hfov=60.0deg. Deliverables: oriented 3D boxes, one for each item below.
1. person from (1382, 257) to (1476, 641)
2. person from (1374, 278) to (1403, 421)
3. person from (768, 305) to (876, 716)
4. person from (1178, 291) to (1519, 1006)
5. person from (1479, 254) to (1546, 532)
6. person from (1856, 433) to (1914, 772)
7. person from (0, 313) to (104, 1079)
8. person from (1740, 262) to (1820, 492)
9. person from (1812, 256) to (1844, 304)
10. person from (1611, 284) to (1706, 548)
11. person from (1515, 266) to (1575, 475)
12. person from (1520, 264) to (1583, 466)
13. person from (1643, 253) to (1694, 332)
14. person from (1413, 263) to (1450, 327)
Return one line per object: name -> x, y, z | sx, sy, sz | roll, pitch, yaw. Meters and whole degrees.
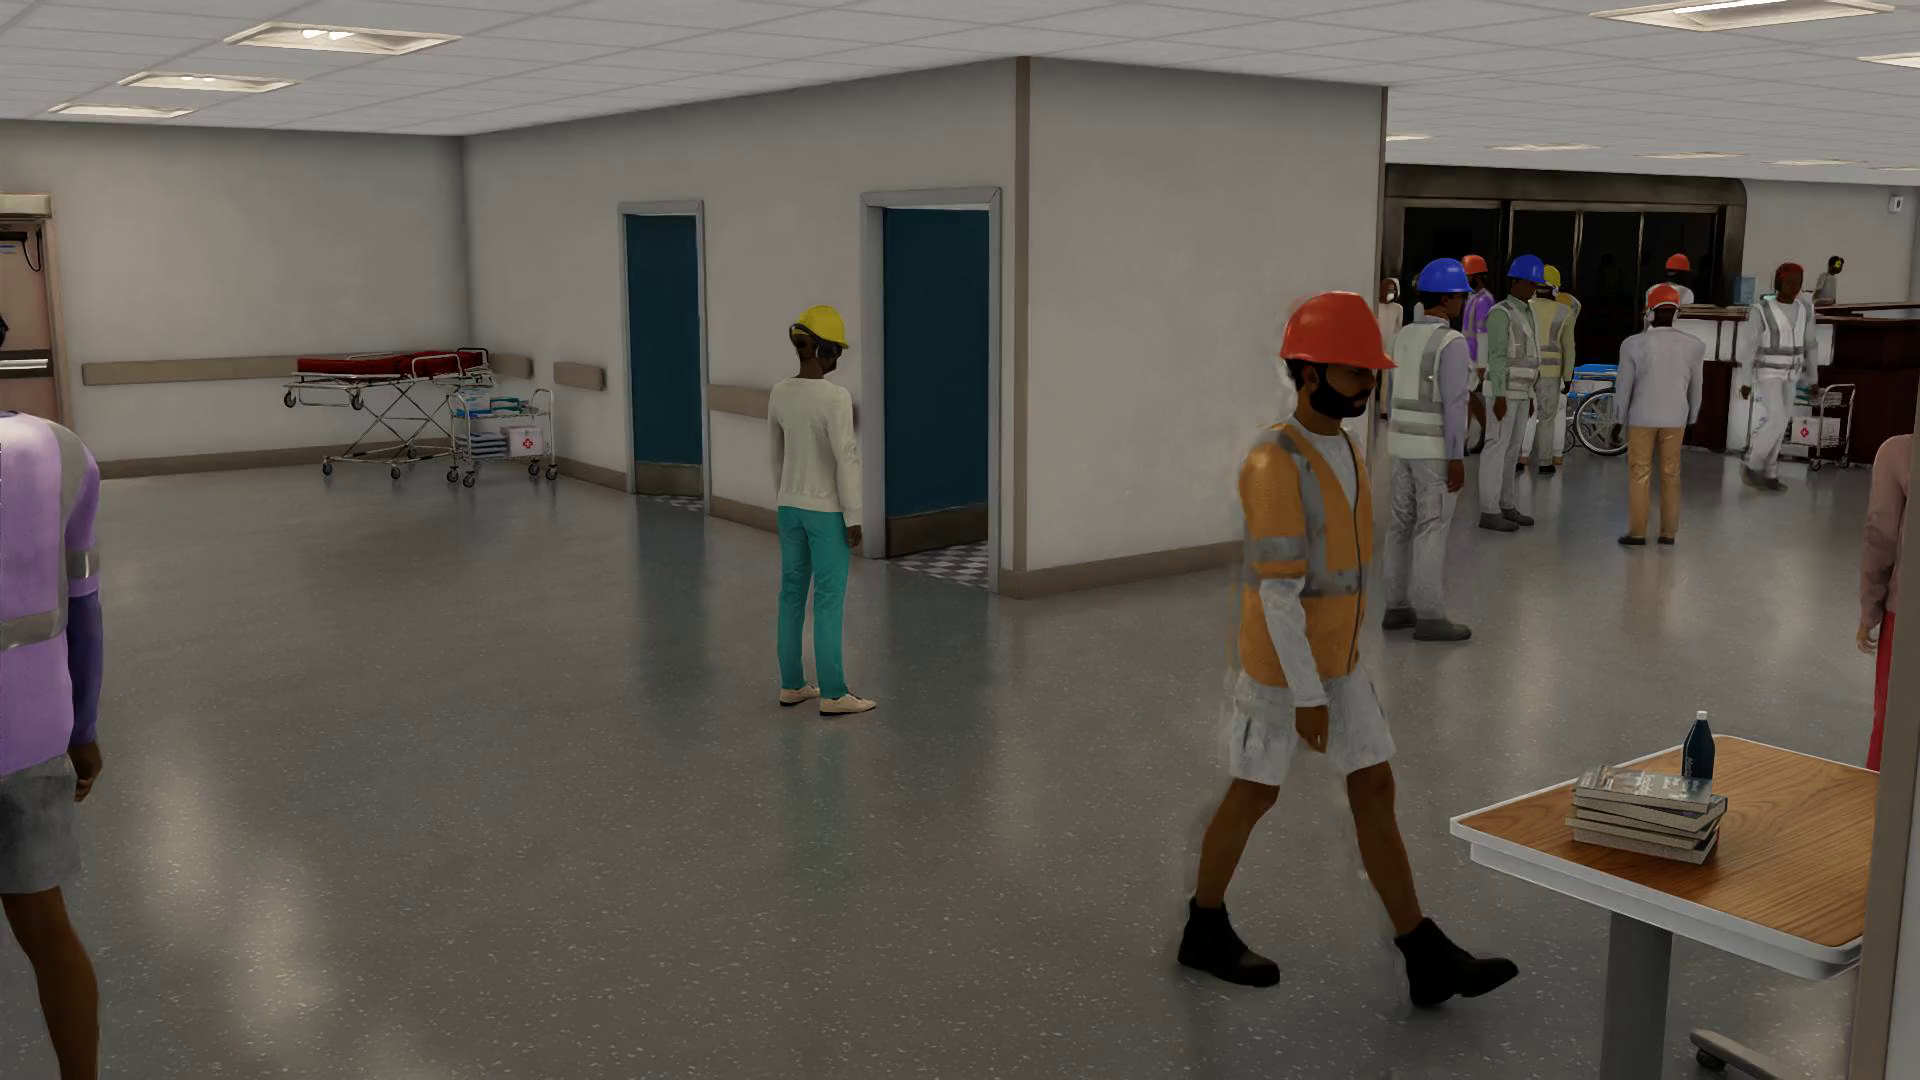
person -> 2.409, -0.464, 8.542 | 0.406, 1.948, 0.605 | -3, 11, -17
person -> 4.821, -2.161, 18.967 | 0.504, 1.627, 0.285 | -3, 10, -15
person -> -0.607, -0.124, 7.172 | 0.523, 1.761, 0.323 | 10, 14, 43
person -> 0.993, 0.313, 4.340 | 0.932, 1.890, 0.555 | 9, 13, 40
person -> 3.917, -1.040, 11.786 | 0.402, 1.941, 0.602 | 9, 13, 40
person -> 3.029, 0.249, 5.085 | 0.525, 1.759, 0.337 | 7, 13, 36
person -> -2.041, 0.410, 3.421 | 0.405, 2.030, 0.620 | 3, 11, 18
person -> 6.666, -1.308, 13.515 | 0.581, 1.870, 0.438 | -3, 11, -17
person -> 13.501, -3.521, 26.032 | 0.653, 1.831, 0.333 | -7, 12, -34
person -> 4.629, -0.818, 11.076 | 0.572, 1.747, 0.344 | 0, 10, 2
person -> 5.084, -1.479, 14.586 | 0.596, 1.828, 0.403 | 7, 12, 34
person -> 5.327, -1.587, 15.181 | 0.626, 1.836, 0.431 | -1, 10, -5
person -> 7.610, -2.139, 18.018 | 0.702, 1.917, 0.567 | -8, 13, -39
person -> 3.985, -1.419, 14.162 | 0.336, 1.861, 0.496 | -4, 11, -19
